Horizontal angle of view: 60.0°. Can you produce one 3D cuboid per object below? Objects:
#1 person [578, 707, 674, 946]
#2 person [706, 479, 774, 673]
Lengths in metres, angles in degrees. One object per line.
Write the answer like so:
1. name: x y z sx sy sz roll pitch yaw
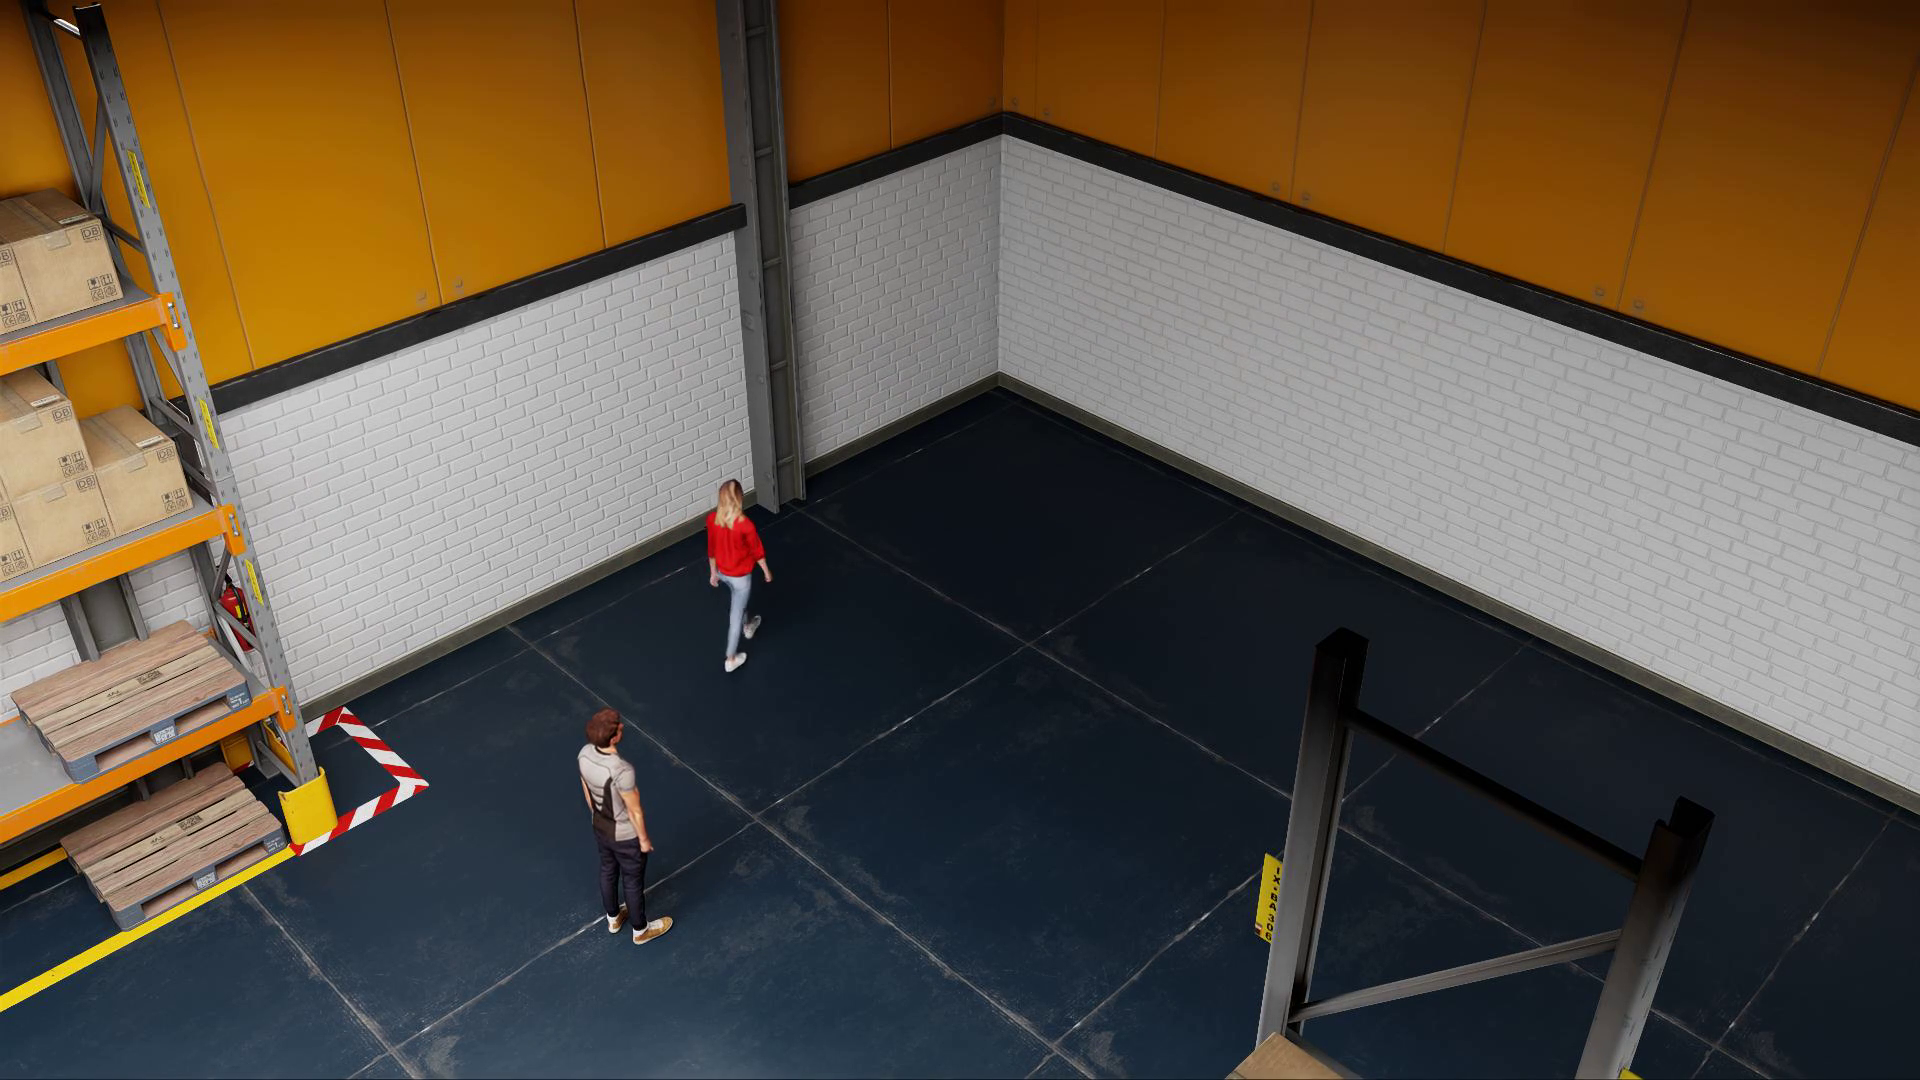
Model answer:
1. person: -2.251 1.878 10.950 0.676 1.894 0.591 22 39 29
2. person: -1.861 0.334 13.469 0.800 1.677 1.003 18 38 25
